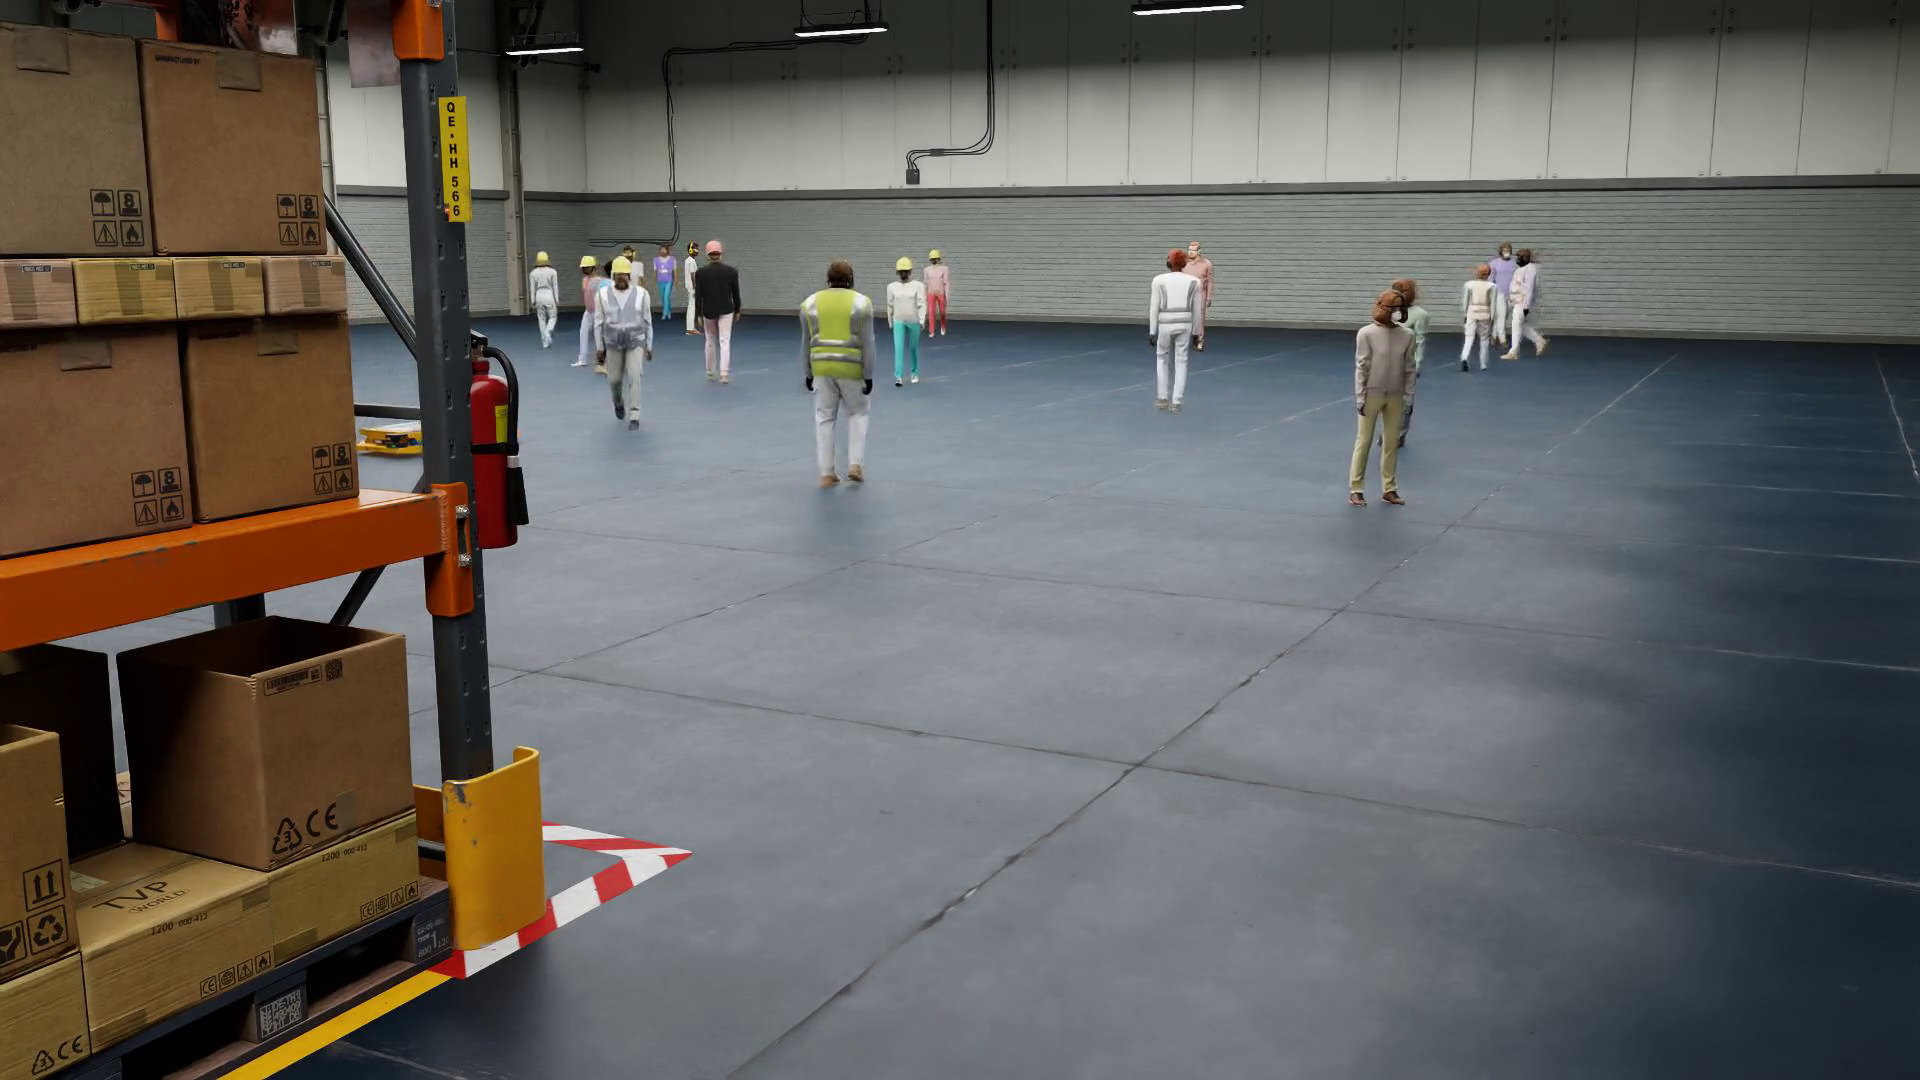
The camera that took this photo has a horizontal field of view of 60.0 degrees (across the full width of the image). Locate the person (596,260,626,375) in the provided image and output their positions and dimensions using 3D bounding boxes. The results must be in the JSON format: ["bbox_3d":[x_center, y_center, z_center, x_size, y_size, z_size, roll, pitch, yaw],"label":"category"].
[{"bbox_3d":[-5.025,-3.257,24.352,0.545,1.643,0.876,9,14,40],"label":"person"}]

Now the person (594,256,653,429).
[{"bbox_3d":[-3.543,-2.085,17.552,0.600,1.816,0.628,-2,11,-9],"label":"person"}]

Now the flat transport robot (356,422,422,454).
[{"bbox_3d":[-5.037,-1.002,15.835,0.652,0.197,1.431,6,12,29],"label":"flat transport robot"}]

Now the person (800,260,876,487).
[{"bbox_3d":[-0.974,-1.343,13.468,0.642,1.823,0.539,2,11,10],"label":"person"}]

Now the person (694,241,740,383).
[{"bbox_3d":[-3.341,-3.140,22.958,0.618,1.947,1.018,-2,11,-8],"label":"person"}]

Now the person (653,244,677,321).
[{"bbox_3d":[-7.006,-6.143,39.635,0.574,1.818,0.858,2,11,12],"label":"person"}]

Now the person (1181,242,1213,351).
[{"bbox_3d":[4.078,-4.245,29.067,0.651,1.904,0.401,2,11,13],"label":"person"}]

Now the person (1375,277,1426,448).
[{"bbox_3d":[4.145,-1.674,15.794,0.522,1.618,0.425,8,13,38],"label":"person"}]

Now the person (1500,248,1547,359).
[{"bbox_3d":[9.274,-3.856,27.204,0.719,1.820,0.631,1,10,3],"label":"person"}]

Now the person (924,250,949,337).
[{"bbox_3d":[-0.459,-4.941,33.313,0.527,1.745,0.760,1,10,8],"label":"person"}]

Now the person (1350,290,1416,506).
[{"bbox_3d":[3.175,-1.057,12.460,0.496,1.627,0.303,-3,11,-14],"label":"person"}]

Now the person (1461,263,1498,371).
[{"bbox_3d":[7.746,-3.326,24.854,0.513,1.613,0.784,6,12,29],"label":"person"}]

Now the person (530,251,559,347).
[{"bbox_3d":[-7.502,-4.340,30.036,0.510,1.727,0.424,0,10,0],"label":"person"}]

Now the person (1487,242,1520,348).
[{"bbox_3d":[9.842,-4.448,30.190,0.629,1.910,0.939,-1,10,-6],"label":"person"}]

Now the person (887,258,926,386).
[{"bbox_3d":[-0.725,-2.951,22.521,0.538,1.719,0.930,1,10,4],"label":"person"}]

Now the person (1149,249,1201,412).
[{"bbox_3d":[2.468,-2.430,19.270,0.615,1.859,0.744,-1,10,-3],"label":"person"}]

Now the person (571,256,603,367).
[{"bbox_3d":[-5.618,-3.563,25.872,0.532,1.716,0.922,9,14,40],"label":"person"}]

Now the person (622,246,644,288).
[{"bbox_3d":[-6.271,-4.698,31.771,0.512,1.823,0.980,-2,11,-10],"label":"person"}]

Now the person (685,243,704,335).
[{"bbox_3d":[-5.457,-5.131,34.006,0.312,1.864,0.535,-4,11,-19],"label":"person"}]
